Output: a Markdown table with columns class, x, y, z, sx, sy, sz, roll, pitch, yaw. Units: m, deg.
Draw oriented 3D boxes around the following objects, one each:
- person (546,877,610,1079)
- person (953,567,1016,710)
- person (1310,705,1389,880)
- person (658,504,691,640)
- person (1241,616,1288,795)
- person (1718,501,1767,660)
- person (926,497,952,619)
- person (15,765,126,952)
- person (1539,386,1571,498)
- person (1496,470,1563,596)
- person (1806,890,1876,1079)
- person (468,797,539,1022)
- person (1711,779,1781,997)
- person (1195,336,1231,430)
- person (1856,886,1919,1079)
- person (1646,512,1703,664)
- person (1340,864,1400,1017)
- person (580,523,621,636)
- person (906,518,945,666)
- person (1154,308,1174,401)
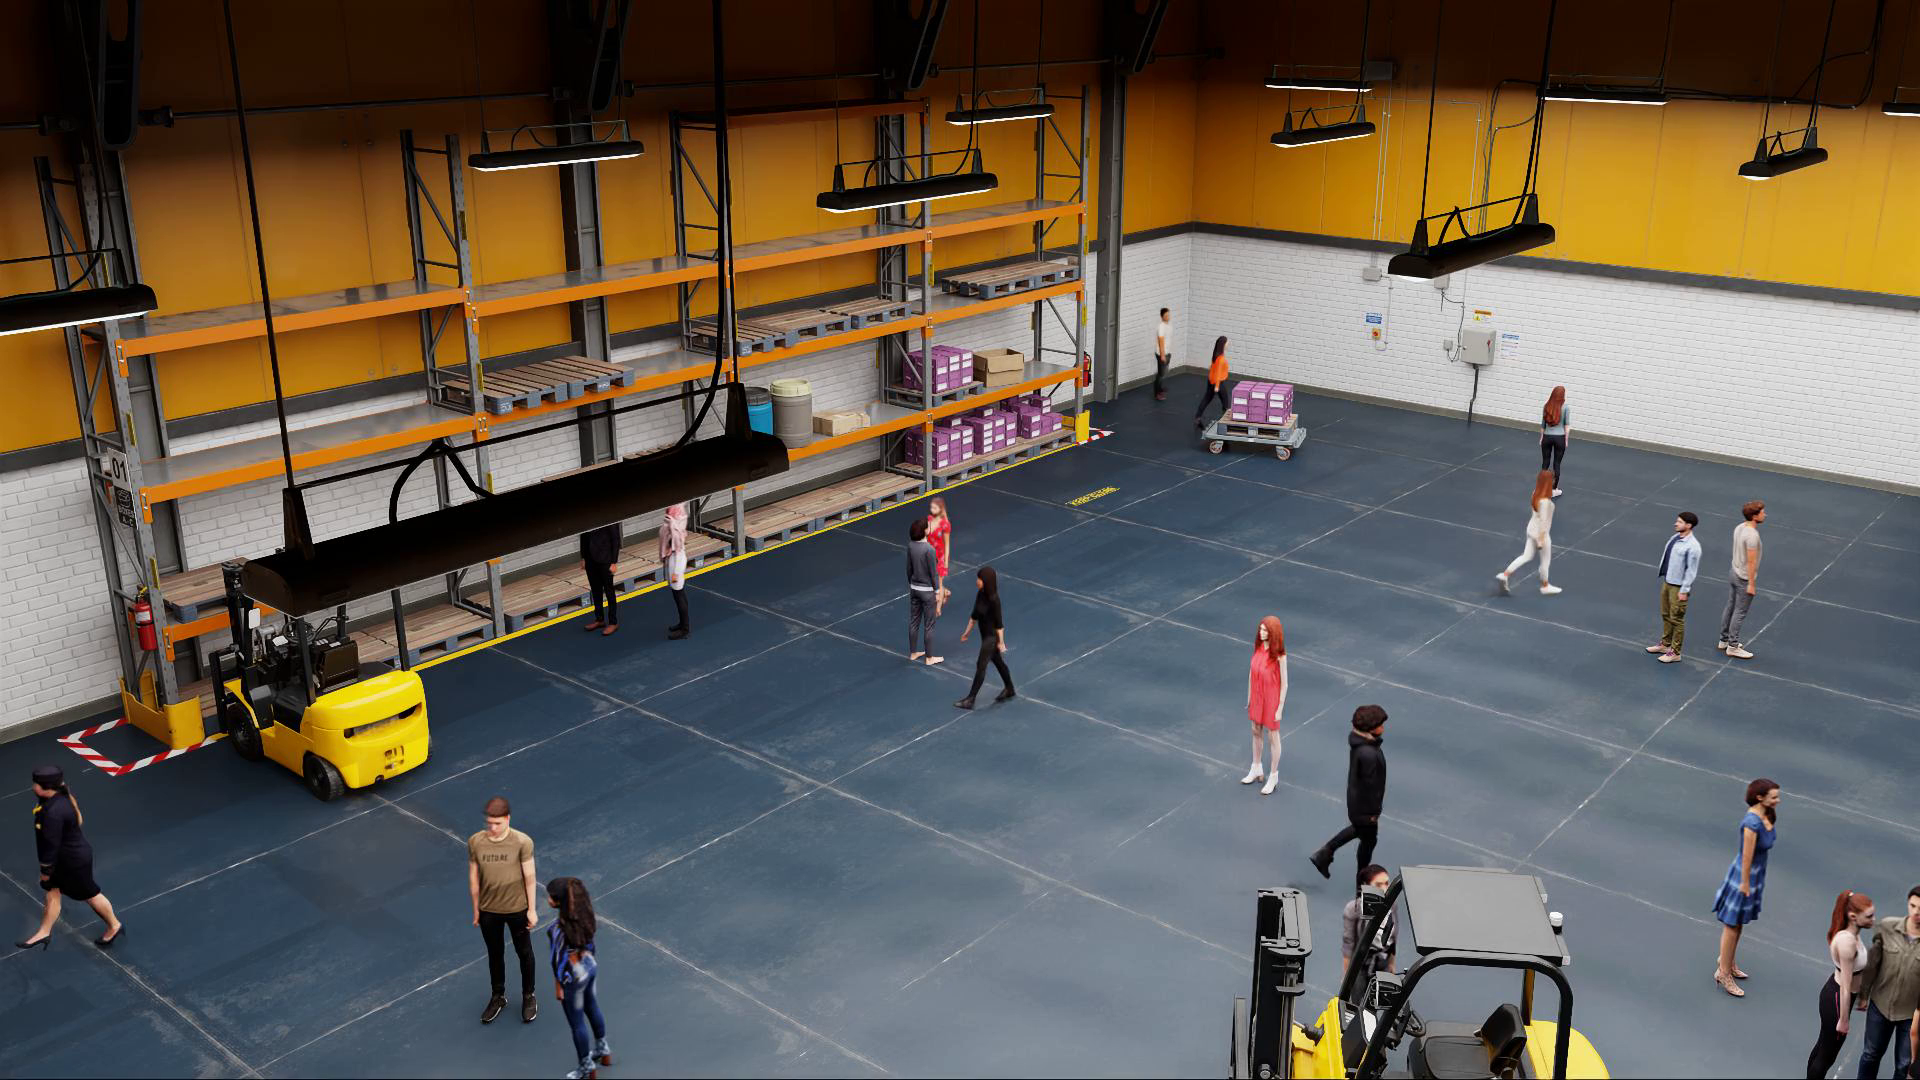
| class | x | y | z | sx | sy | sz | roll | pitch | yaw |
| --- | --- | --- | --- | --- | --- | --- | --- | --- | --- |
| person | -2.767 | 3.144 | 12.016 | 0.756 | 1.616 | 0.626 | 6 | 19 | 16 |
| person | 0.403 | 1.061 | 18.222 | 1.112 | 1.605 | 0.865 | -8 | 20 | -22 |
| person | 3.433 | 2.257 | 14.420 | 1.012 | 1.764 | 0.985 | 0 | 19 | 1 |
| person | -3.432 | 0.316 | 20.121 | 0.791 | 1.803 | 0.733 | -2 | 19 | -5 |
| person | 3.005 | 1.596 | 16.284 | 0.615 | 1.826 | 0.650 | -12 | 22 | -31 |
| person | 9.234 | 0.437 | 19.613 | 0.807 | 1.899 | 0.706 | 1 | 19 | 4 |
| person | -0.232 | 0.199 | 20.810 | 0.597 | 1.584 | 0.745 | 17 | 25 | 41 |
| person | -7.182 | 2.618 | 13.554 | 1.180 | 1.633 | 1.013 | -8 | 20 | -21 |
| person | 9.180 | -1.533 | 25.708 | 0.599 | 1.743 | 0.571 | 12 | 22 | 31 |
| person | 7.372 | -0.070 | 21.455 | 1.129 | 1.684 | 1.082 | -1 | 19 | -4 |
| person | 6.100 | 3.228 | 11.569 | 0.680 | 1.742 | 0.513 | 11 | 21 | 28 |
| person | -3.472 | 2.791 | 12.700 | 0.746 | 1.850 | 0.784 | 0 | 19 | 0 |
| person | 6.191 | 2.694 | 13.058 | 0.749 | 1.805 | 0.545 | 12 | 22 | 32 |
| person | 4.448 | -2.725 | 29.323 | 1.224 | 1.694 | 1.140 | -4 | 19 | -11 |
| person | 6.480 | 3.206 | 11.445 | 0.613 | 1.864 | 0.717 | -17 | 25 | -41 |
| person | 8.400 | 0.532 | 19.467 | 0.809 | 1.811 | 0.737 | -1 | 19 | -2 |
| person | 2.945 | 3.099 | 12.056 | 0.673 | 1.678 | 0.775 | -7 | 20 | -21 |
| person | -4.389 | 0.216 | 20.292 | 0.746 | 1.883 | 0.627 | 10 | 21 | 26 |
| person | -0.430 | 0.582 | 19.387 | 0.600 | 1.768 | 0.506 | 15 | 24 | 38 |
| person | 3.849 | -3.557 | 31.681 | 0.977 | 1.765 | 0.707 | 3 | 19 | 9 |
